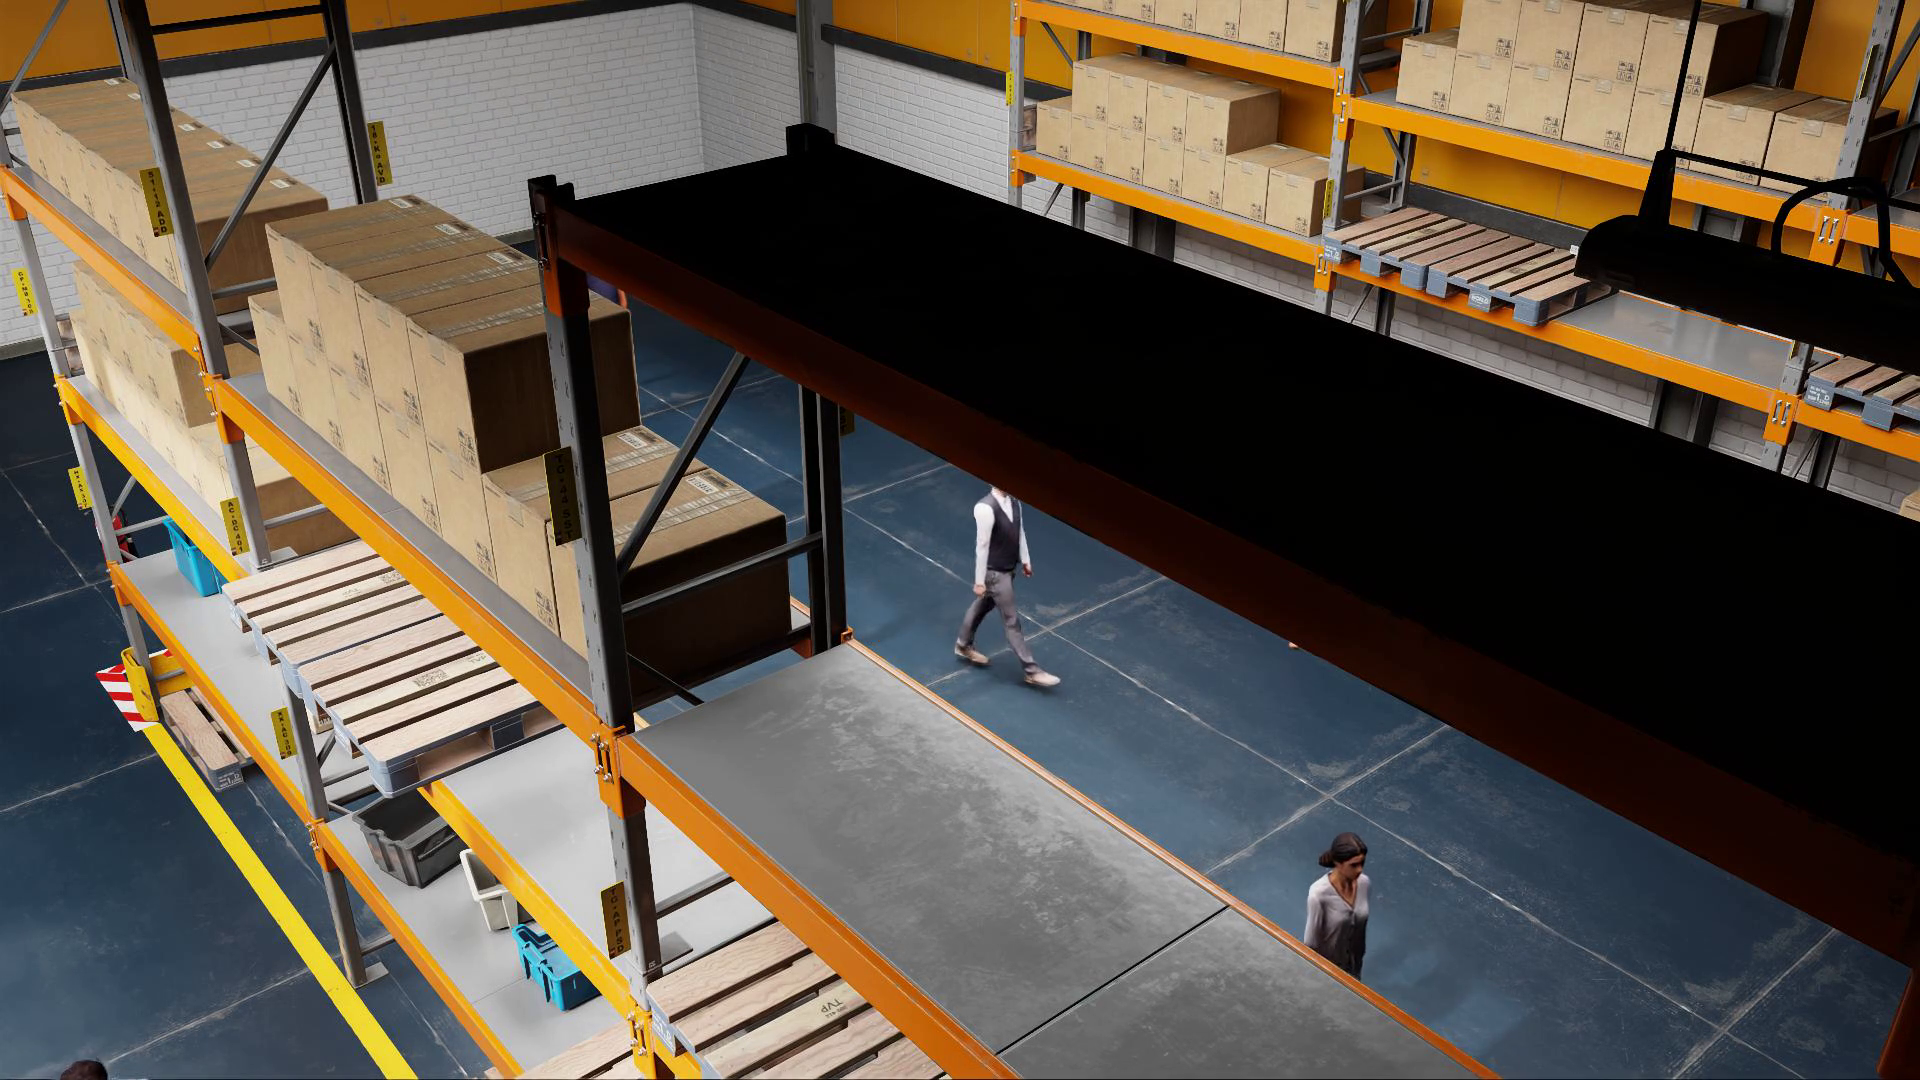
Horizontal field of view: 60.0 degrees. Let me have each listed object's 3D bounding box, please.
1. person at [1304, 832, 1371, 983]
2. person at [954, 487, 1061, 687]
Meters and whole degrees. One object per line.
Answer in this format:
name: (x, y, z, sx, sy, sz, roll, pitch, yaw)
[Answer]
person: (2.010, 2.345, 9.301, 0.788, 1.755, 1.033, -12, 31, -20)
person: (0.231, 0.215, 13.069, 1.307, 1.885, 0.973, 15, 32, 26)
